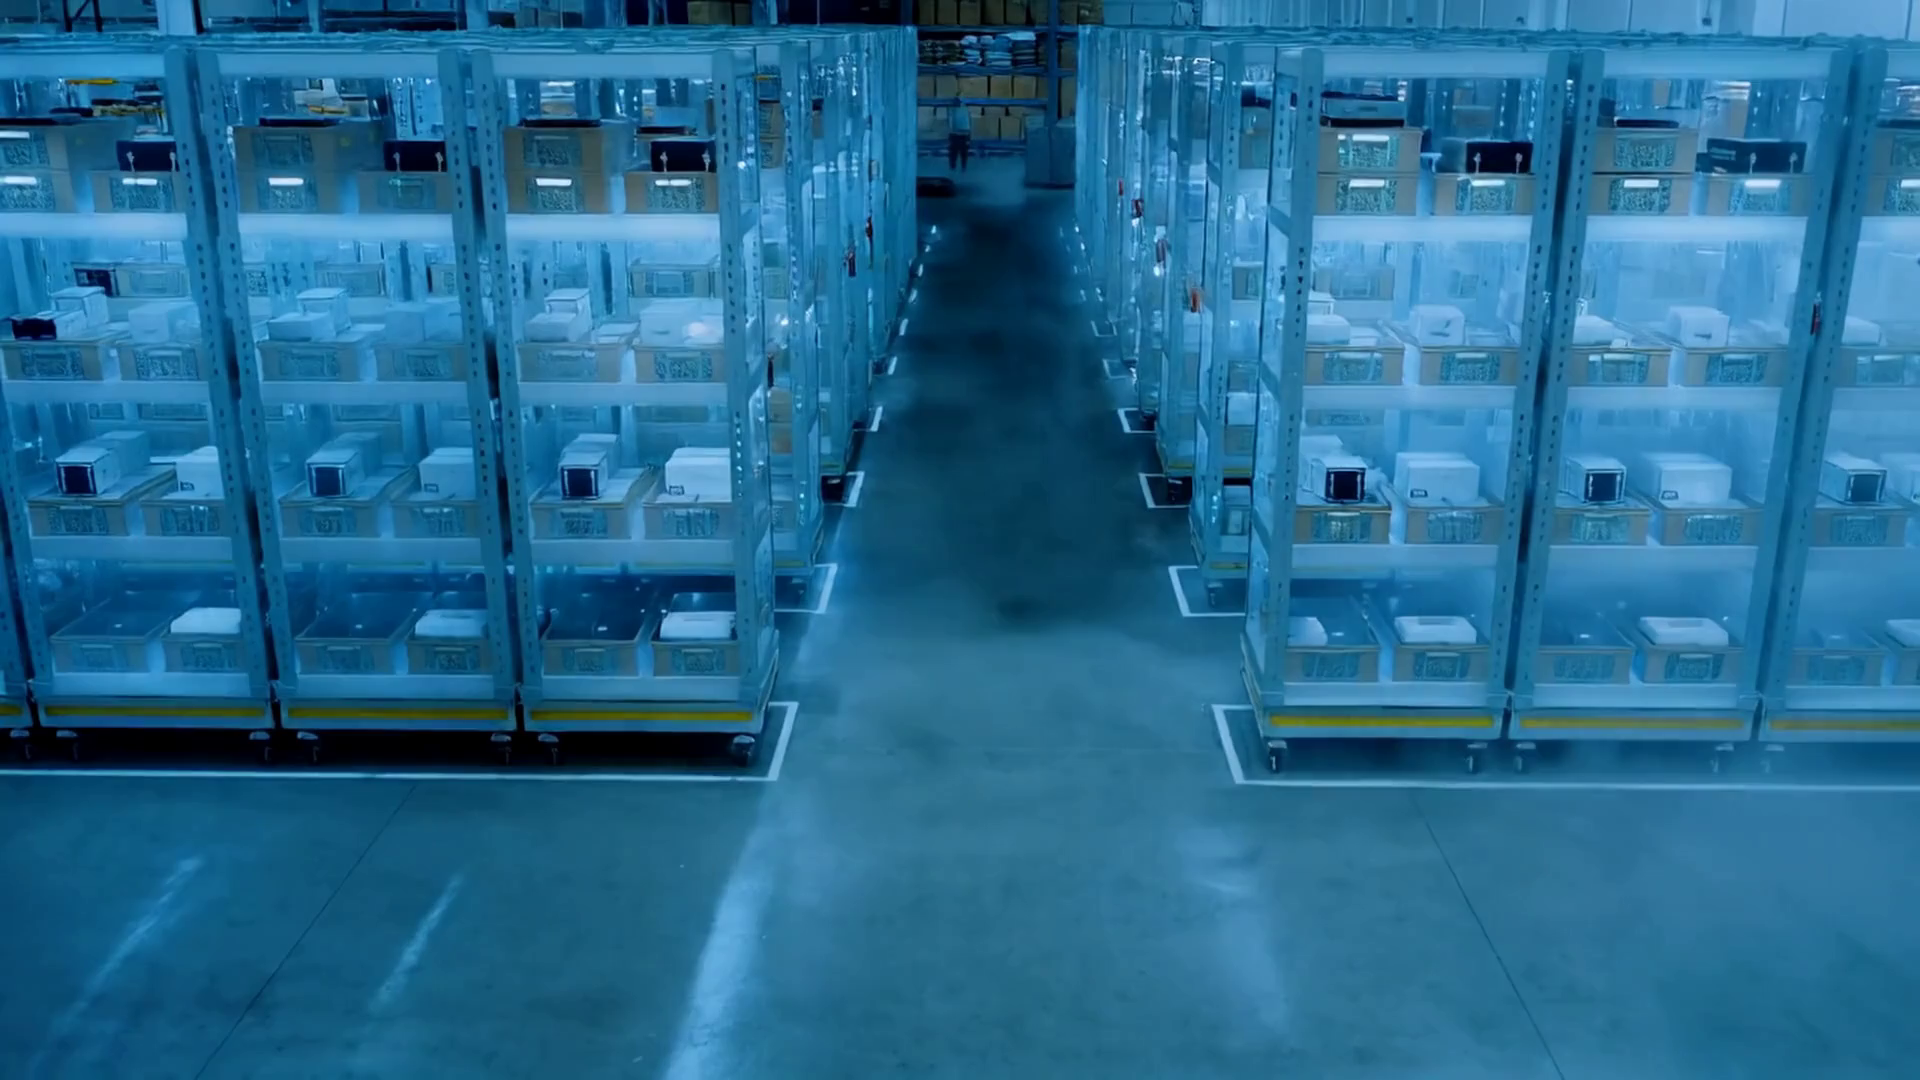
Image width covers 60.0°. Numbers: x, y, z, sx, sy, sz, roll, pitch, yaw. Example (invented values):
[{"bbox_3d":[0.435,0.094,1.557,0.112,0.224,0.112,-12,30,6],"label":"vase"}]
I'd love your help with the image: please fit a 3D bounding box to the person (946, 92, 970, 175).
[{"bbox_3d":[-0.055,-10.002,40.970,0.609,1.996,0.379,6,18,19],"label":"person"}]
